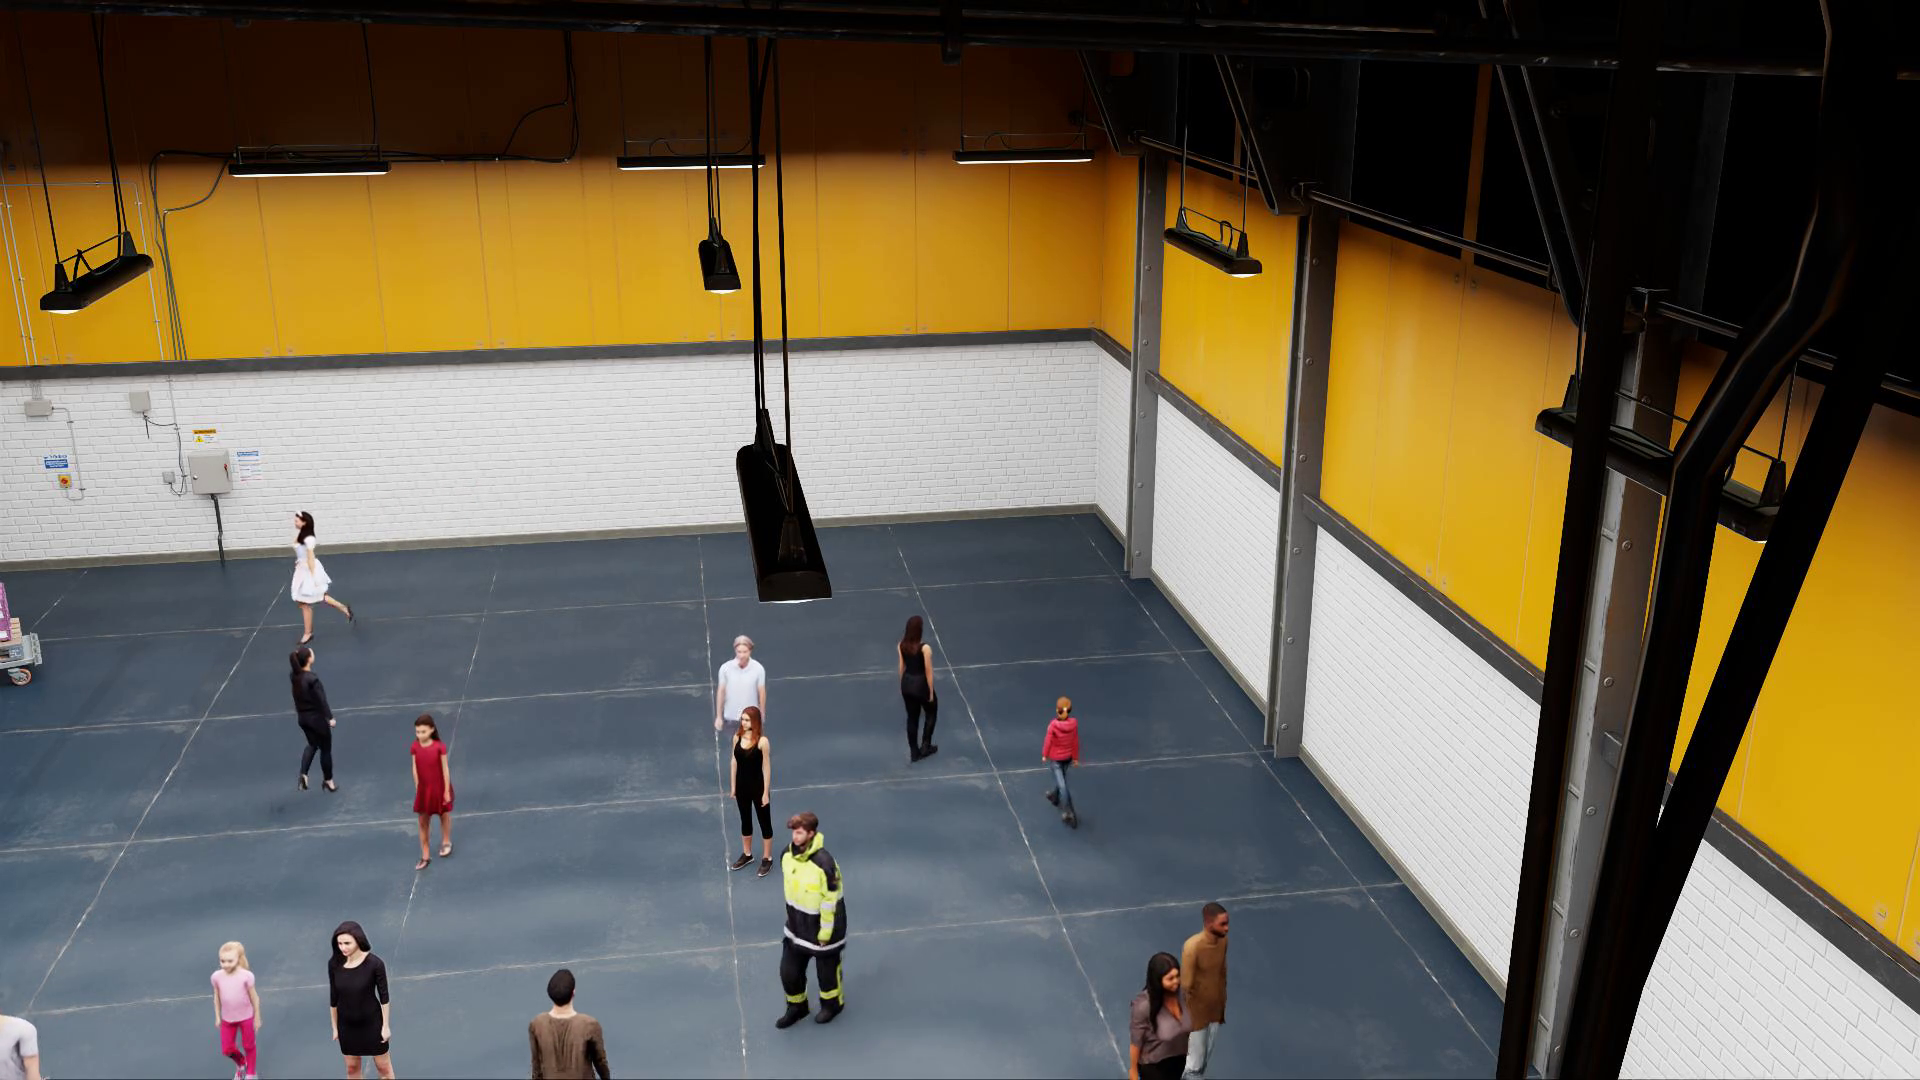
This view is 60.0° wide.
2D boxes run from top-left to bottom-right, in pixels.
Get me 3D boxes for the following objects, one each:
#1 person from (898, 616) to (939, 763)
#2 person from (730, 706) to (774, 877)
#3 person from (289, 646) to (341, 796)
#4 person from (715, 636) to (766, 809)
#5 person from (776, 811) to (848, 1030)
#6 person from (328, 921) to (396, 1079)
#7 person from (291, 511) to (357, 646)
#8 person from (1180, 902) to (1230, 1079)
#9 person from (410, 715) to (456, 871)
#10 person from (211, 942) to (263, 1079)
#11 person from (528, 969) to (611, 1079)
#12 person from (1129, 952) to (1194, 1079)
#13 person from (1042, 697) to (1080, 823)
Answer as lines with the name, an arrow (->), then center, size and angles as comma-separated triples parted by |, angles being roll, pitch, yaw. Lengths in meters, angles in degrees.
person -> -0.510, 1.668, 18.334 | 0.755, 1.681, 0.806 | 10, 21, 28
person -> -2.000, 2.398, 16.094 | 0.652, 1.726, 0.684 | 9, 21, 25
person -> -6.849, 1.931, 17.515 | 0.767, 1.704, 0.826 | 12, 22, 31
person -> -2.303, 1.843, 17.644 | 0.839, 1.789, 1.225 | 1, 19, 2
person -> -1.134, 3.082, 13.703 | 0.989, 1.955, 1.049 | 12, 22, 32
person -> -4.426, 3.621, 12.338 | 0.628, 1.806, 0.561 | 1, 19, 3
person -> -8.393, 0.478, 21.683 | 1.005, 1.799, 1.094 | -13, 23, -34
person -> 1.757, 3.533, 12.616 | 0.842, 1.797, 0.897 | -14, 23, -35
person -> -5.160, 2.400, 16.391 | 0.590, 1.533, 0.840 | -1, 19, -4
person -> -5.630, 3.683, 13.000 | 0.504, 1.267, 0.519 | -2, 19, -6
person -> -2.708, 3.895, 11.478 | 0.849, 1.836, 1.238 | 1, 19, 3
person -> 1.365, 3.746, 11.956 | 1.005, 1.813, 1.211 | -15, 24, -38
person -> 1.075, 2.286, 17.123 | 0.690, 1.283, 0.988 | -10, 21, -26
